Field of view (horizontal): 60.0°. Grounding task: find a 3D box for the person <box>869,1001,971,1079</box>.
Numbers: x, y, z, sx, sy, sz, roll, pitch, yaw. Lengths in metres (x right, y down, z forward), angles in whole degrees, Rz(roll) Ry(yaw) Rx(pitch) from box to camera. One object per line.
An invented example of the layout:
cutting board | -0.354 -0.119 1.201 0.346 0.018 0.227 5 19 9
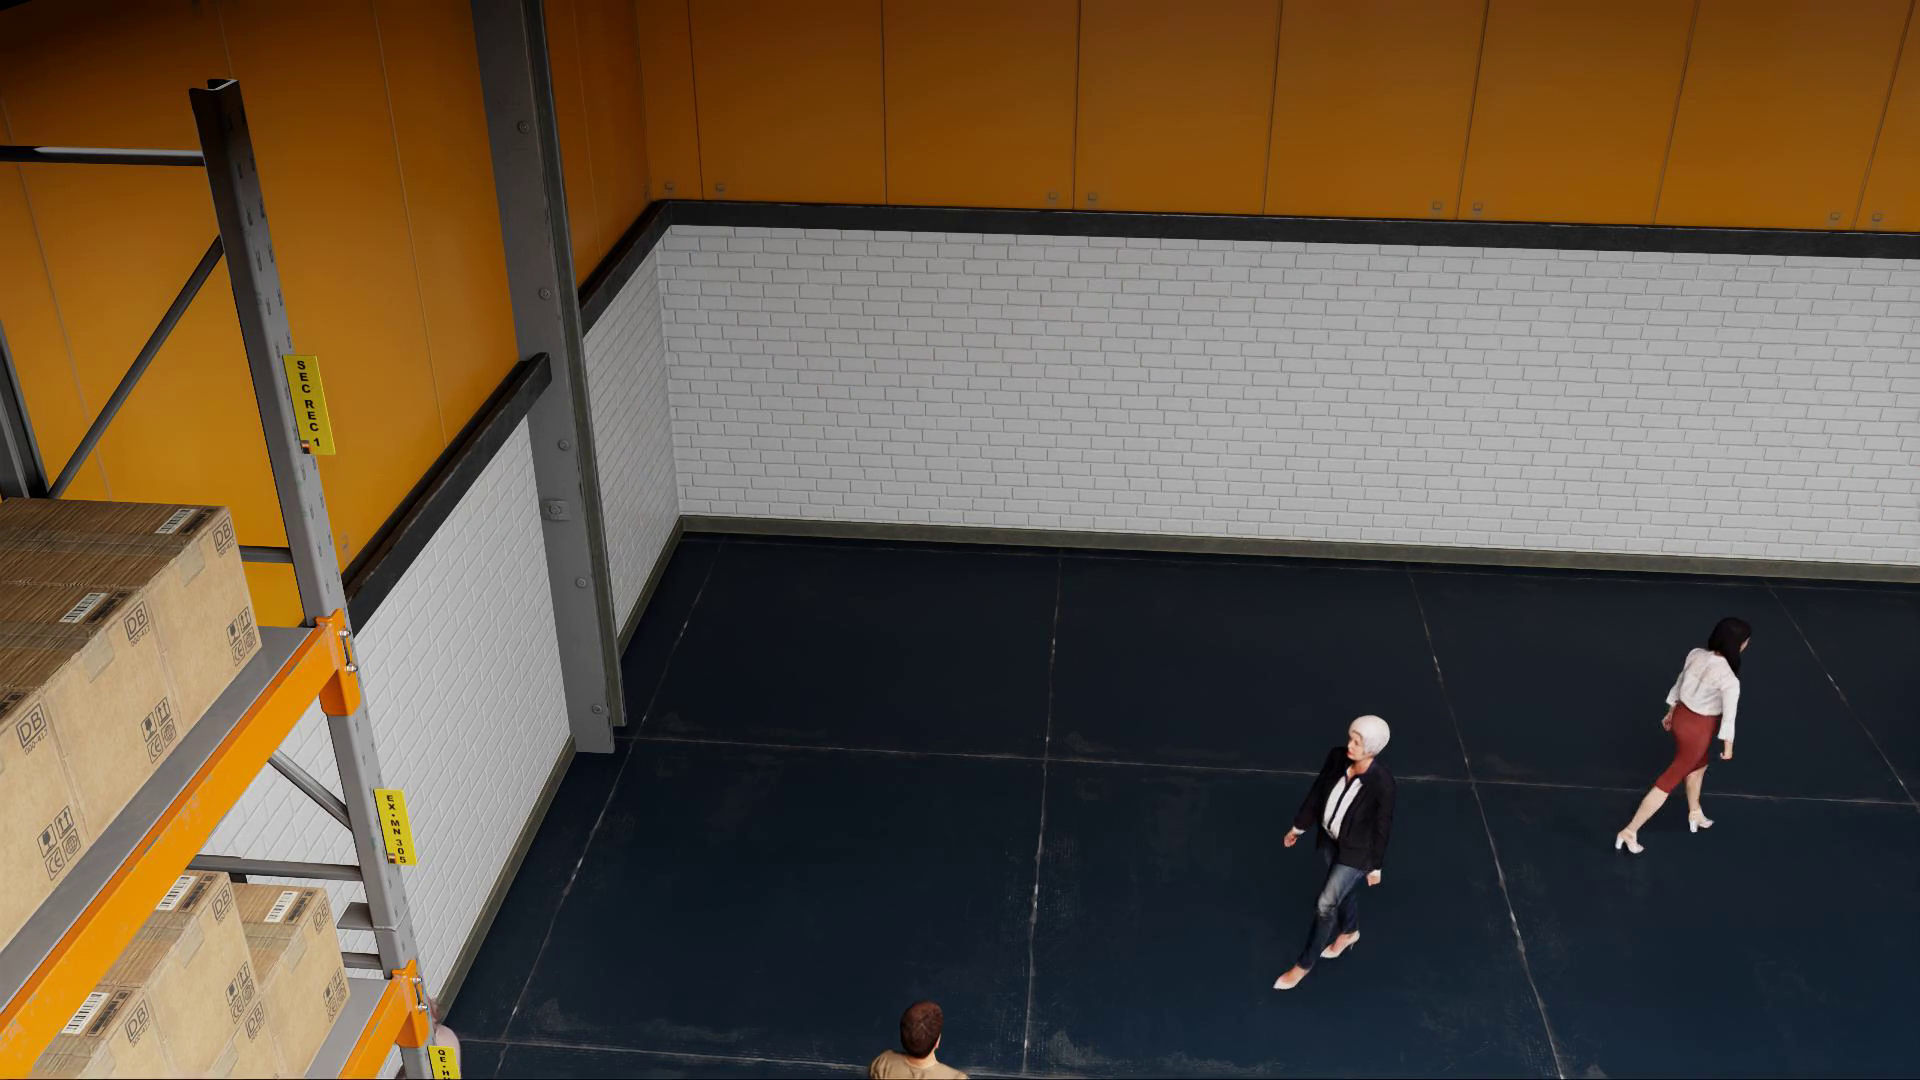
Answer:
person | -0.162 2.849 7.643 0.710 1.852 0.647 9 30 16

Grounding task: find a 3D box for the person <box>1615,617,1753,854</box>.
person | 4.606 1.298 10.651 0.854 1.695 1.018 -4 29 -8

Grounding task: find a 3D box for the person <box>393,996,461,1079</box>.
person | -2.387 2.820 7.676 0.754 1.872 0.533 0 29 1

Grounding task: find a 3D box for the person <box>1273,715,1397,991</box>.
person | 2.157 1.666 9.176 0.957 1.767 1.061 -11 30 -19
